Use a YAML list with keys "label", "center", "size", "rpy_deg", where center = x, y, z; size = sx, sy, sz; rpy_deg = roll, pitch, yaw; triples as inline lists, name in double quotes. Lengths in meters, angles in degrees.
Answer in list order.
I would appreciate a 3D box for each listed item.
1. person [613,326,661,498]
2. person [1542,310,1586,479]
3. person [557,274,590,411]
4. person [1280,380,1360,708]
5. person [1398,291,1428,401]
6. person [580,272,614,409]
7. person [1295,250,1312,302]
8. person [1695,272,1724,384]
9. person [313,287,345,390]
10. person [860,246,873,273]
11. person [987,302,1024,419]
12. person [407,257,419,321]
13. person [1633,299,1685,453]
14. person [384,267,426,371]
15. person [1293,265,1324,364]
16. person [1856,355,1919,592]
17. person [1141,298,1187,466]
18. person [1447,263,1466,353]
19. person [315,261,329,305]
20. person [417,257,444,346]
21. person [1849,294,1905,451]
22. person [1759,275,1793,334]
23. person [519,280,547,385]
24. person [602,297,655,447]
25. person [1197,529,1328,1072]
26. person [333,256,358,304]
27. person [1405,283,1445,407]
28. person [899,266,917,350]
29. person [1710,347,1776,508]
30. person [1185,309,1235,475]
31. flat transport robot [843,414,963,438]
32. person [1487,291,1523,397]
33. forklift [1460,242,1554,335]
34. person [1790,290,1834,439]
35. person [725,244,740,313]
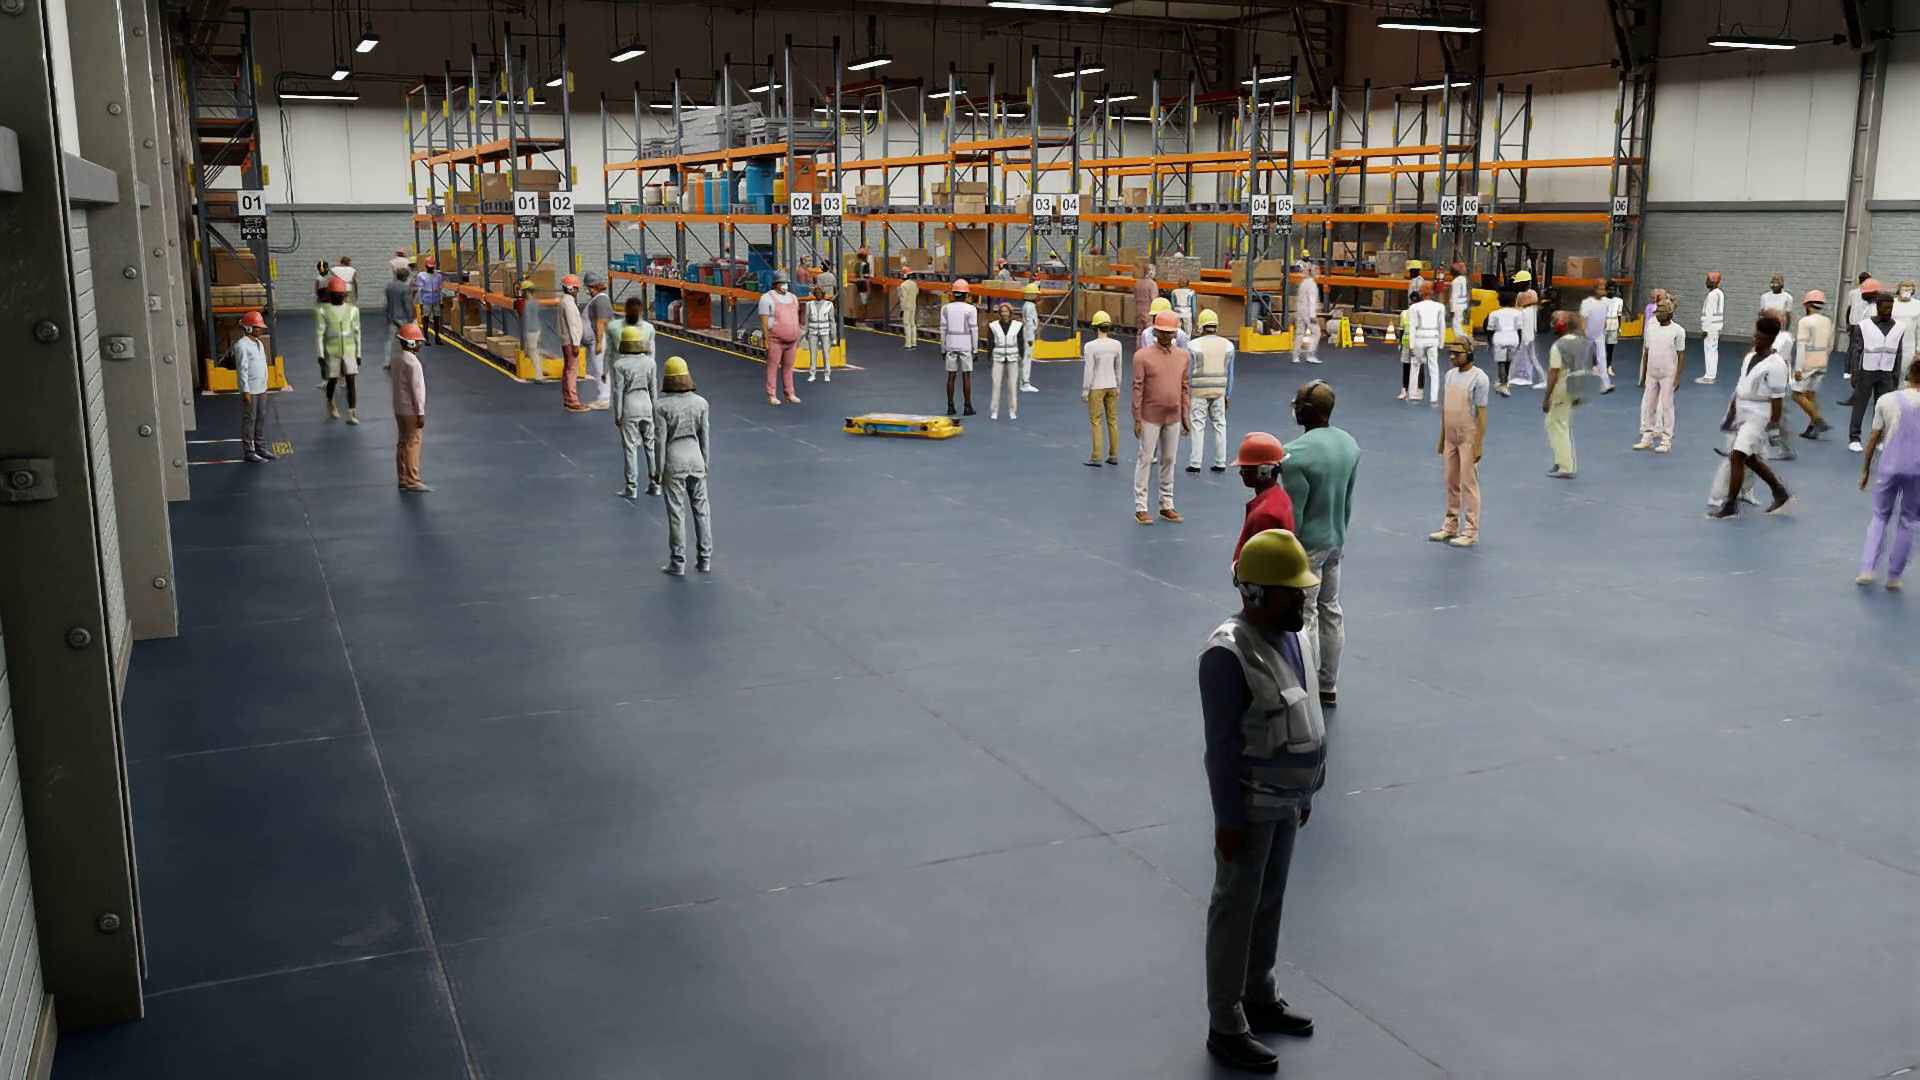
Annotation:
- label: "person"
  center: [-3.312, -1.303, 16.942]
  size: [0.484, 1.736, 0.342]
  rpy_deg: [-9, 14, -39]
- label: "person"
  center: [6.534, -1.580, 18.107]
  size: [0.526, 1.822, 0.596]
  rpy_deg: [10, 15, 42]
- label: "person"
  center: [-5.661, -2.871, 24.242]
  size: [0.375, 1.994, 0.611]
  rpy_deg: [-5, 12, -23]
- label: "person"
  center: [2.012, 0.048, 9.550]
  size: [0.631, 1.940, 0.372]
  rpy_deg: [-10, 15, -42]
- label: "person"
  center: [7.001, -2.987, 25.610]
  size: [0.533, 1.693, 0.319]
  rpy_deg: [10, 15, 40]
- label: "person"
  center: [-5.375, -2.958, 24.566]
  size: [0.535, 2.000, 0.682]
  rpy_deg: [-3, 11, -14]
- label: "person"
  center: [9.785, -7.326, 47.289]
  size: [0.600, 1.831, 0.404]
  rpy_deg: [-8, 13, -34]
- label: "person"
  center: [12.743, -3.590, 28.212]
  size: [0.345, 1.878, 0.577]
  rpy_deg: [8, 14, 35]
- label: "person"
  center: [-10.315, -3.293, 27.208]
  size: [0.557, 1.649, 0.784]
  rpy_deg: [0, 11, 0]
- label: "person"
  center: [-2.928, -8.234, 51.747]
  size: [0.435, 1.895, 0.596]
  rpy_deg: [3, 12, 15]
- label: "person"
  center: [0.640, -2.505, 23.291]
  size: [0.521, 1.641, 0.324]
  rpy_deg: [0, 11, 1]
- label: "person"
  center: [-14.563, -6.668, 44.254]
  size: [0.537, 1.714, 0.344]
  rpy_deg: [6, 13, 27]
- label: "person"
  center: [8.452, -1.972, 20.054]
  size: [0.325, 1.843, 0.517]
  rpy_deg: [-7, 13, -34]
- label: "person"
  center: [-10.207, -4.047, 30.496]
  size: [0.692, 1.889, 0.865]
  rpy_deg: [9, 14, 38]
- label: "person"
  center: [6.705, -4.301, 31.815]
  size: [0.581, 1.872, 0.731]
  rpy_deg: [-1, 11, -6]
- label: "person"
  center: [7.143, -0.498, 12.599]
  size: [0.572, 1.825, 0.429]
  rpy_deg: [7, 13, 32]
- label: "person"
  center: [2.280, -1.781, 18.873]
  size: [0.594, 1.924, 0.384]
  rpy_deg: [8, 14, 36]
- label: "person"
  center: [10.255, -4.773, 34.268]
  size: [0.434, 1.858, 0.616]
  rpy_deg: [5, 12, 26]
- label: "person"
  center: [-13.502, -4.970, 35.269]
  size: [0.334, 1.861, 0.494]
  rpy_deg: [-4, 12, -19]
- label: "person"
  center: [-11.515, -5.200, 36.239]
  size: [0.543, 1.931, 0.371]
  rpy_deg: [-8, 14, -35]
- label: "person"
  center: [11.082, -2.022, 20.145]
  size: [0.592, 1.910, 0.378]
  rpy_deg: [0, 11, 1]
- label: "person"
  center: [13.683, -3.530, 27.967]
  size: [0.505, 1.846, 0.347]
  rpy_deg: [11, 16, 44]
- label: "person"
  center: [-7.206, -3.483, 27.971]
  size: [0.410, 1.741, 0.622]
  rpy_deg: [0, 11, 1]
- label: "person"
  center: [-4.153, -2.125, 20.839]
  size: [0.640, 1.854, 0.963]
  rpy_deg: [-4, 12, -20]
- label: "person"
  center: [1.039, 0.863, 5.674]
  size: [0.404, 1.833, 0.588]
  rpy_deg: [8, 14, 35]
- label: "person"
  center: [-15.247, -6.134, 41.295]
  size: [0.580, 1.804, 0.546]
  rpy_deg: [-4, 12, -19]
- label: "person"
  center: [7.002, -2.928, 24.989]
  size: [0.616, 1.836, 0.728]
  rpy_deg: [-1, 11, -6]
- label: "person"
  center: [-1.120, -4.885, 35.087]
  size: [0.341, 1.750, 0.565]
  rpy_deg: [6, 13, 28]
- label: "person"
  center: [7.658, -1.093, 16.213]
  size: [0.548, 1.601, 0.523]
  rpy_deg: [7, 13, 30]
- label: "person"
  center: [2.726, -1.626, 18.363]
  size: [0.588, 1.823, 0.404]
  rpy_deg: [-3, 12, -16]
- label: "flat transport robot"
  center: [-0.746, -1.505, 21.692]
  size: [1.431, 0.197, 0.652]
  rpy_deg: [5, 12, 22]
- label: "person"
  center: [8.591, -3.088, 26.213]
  size: [0.538, 1.653, 0.838]
  rpy_deg: [1, 11, 6]
- label: "forklift"
  center: [13.047, -6.049, 39.881]
  size: [2.313, 2.155, 1.214]
  rpy_deg: [-5, 12, -23]
- label: "person"
  center: [10.858, -2.214, 21.139]
  size: [0.577, 1.902, 0.582]
  rpy_deg: [-5, 12, -24]
- label: "person"
  center: [-6.645, -7.574, 48.147]
  size: [0.614, 1.995, 1.017]
  rpy_deg: [-2, 11, -9]
